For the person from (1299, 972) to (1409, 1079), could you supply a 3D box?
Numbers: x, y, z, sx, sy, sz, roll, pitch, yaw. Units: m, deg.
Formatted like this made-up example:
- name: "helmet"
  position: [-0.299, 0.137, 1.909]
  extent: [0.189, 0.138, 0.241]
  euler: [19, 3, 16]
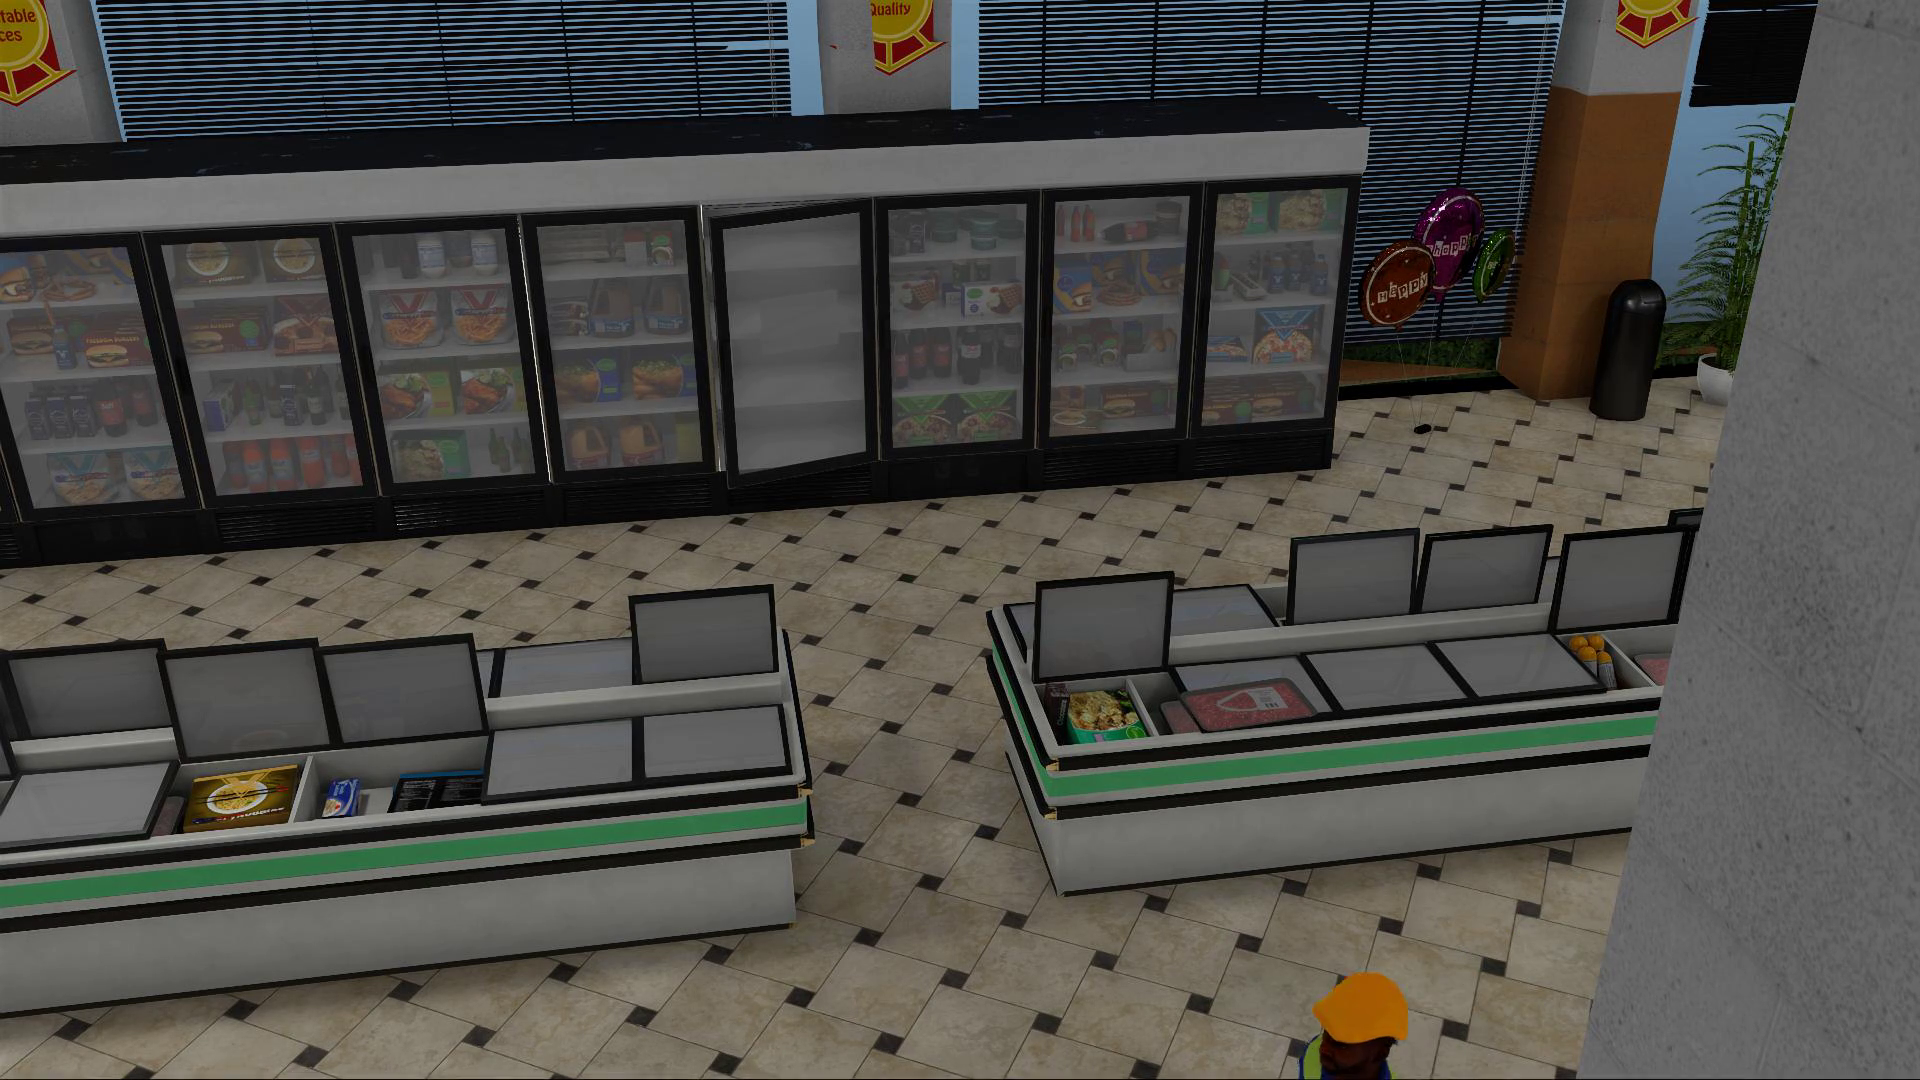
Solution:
- name: "person"
  position: [1.097, 1.879, 4.557]
  extent: [0.707, 1.807, 0.740]
  euler: [-10, 29, -20]
